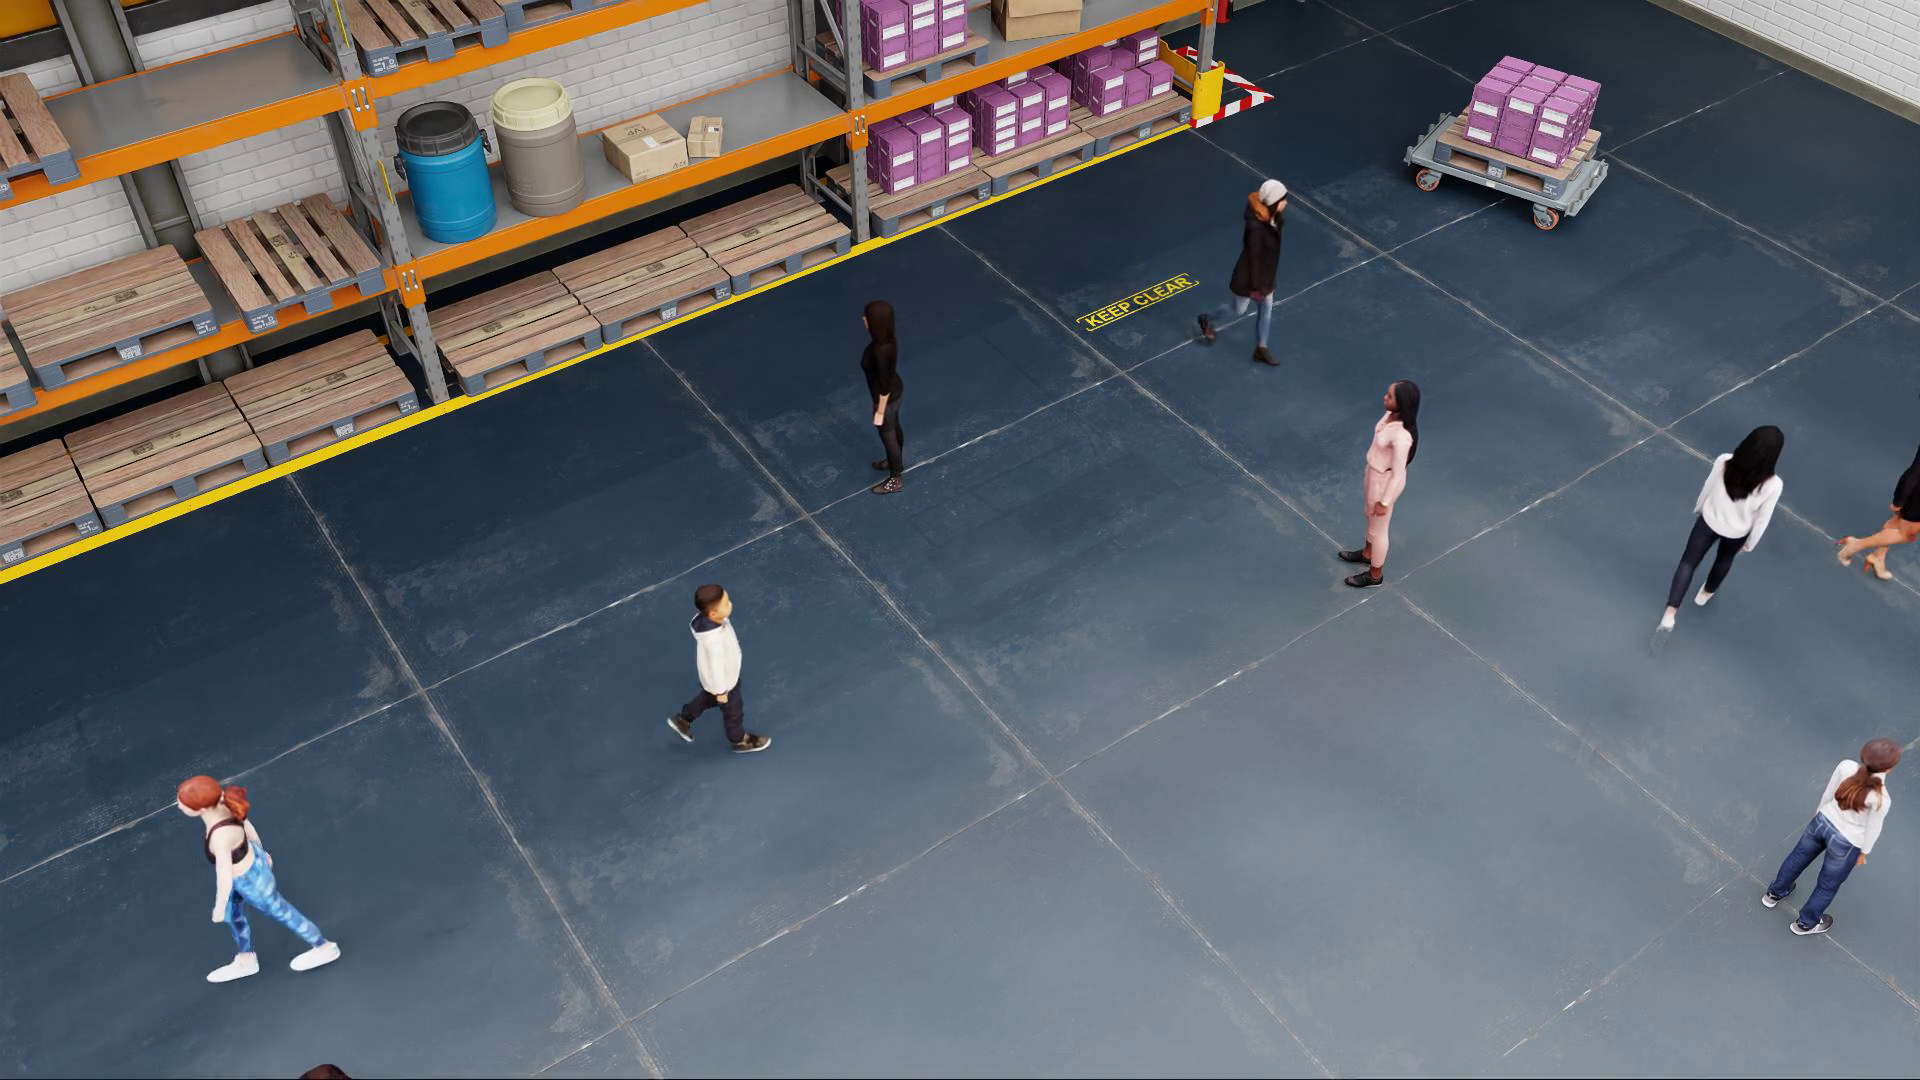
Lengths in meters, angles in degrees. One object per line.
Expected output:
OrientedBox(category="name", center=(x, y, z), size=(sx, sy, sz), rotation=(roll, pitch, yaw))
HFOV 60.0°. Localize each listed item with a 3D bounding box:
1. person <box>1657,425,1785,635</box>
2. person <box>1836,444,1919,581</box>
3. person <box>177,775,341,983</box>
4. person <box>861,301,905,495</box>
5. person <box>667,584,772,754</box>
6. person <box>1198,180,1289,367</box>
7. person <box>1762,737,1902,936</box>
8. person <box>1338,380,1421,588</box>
OrientedBox(category="person", center=(5.009, -0.053, 10.984), size=(0.862, 1.673, 1.131), rotation=(25, 49, 24))
OrientedBox(category="person", center=(6.419, -0.348, 11.324), size=(0.762, 1.629, 0.727), rotation=(23, 48, 22))
OrientedBox(category="person", center=(-3.707, 1.825, 8.948), size=(0.978, 1.762, 0.672), rotation=(-17, 46, -17))
OrientedBox(category="person", center=(-0.528, -1.045, 12.048), size=(0.686, 1.641, 0.648), rotation=(3, 44, 3))
OrientedBox(category="person", center=(-1.549, 0.814, 10.242), size=(0.966, 1.441, 0.818), rotation=(-6, 44, -6))
OrientedBox(category="person", center=(2.272, -2.134, 13.214), size=(0.881, 1.610, 1.029), rotation=(30, 51, 27))
OrientedBox(category="person", center=(4.902, 1.634, 9.298), size=(0.570, 1.555, 0.561), rotation=(-18, 47, -18))
OrientedBox(category="person", center=(2.879, -0.388, 11.301), size=(0.732, 1.720, 0.702), rotation=(2, 44, 2))
